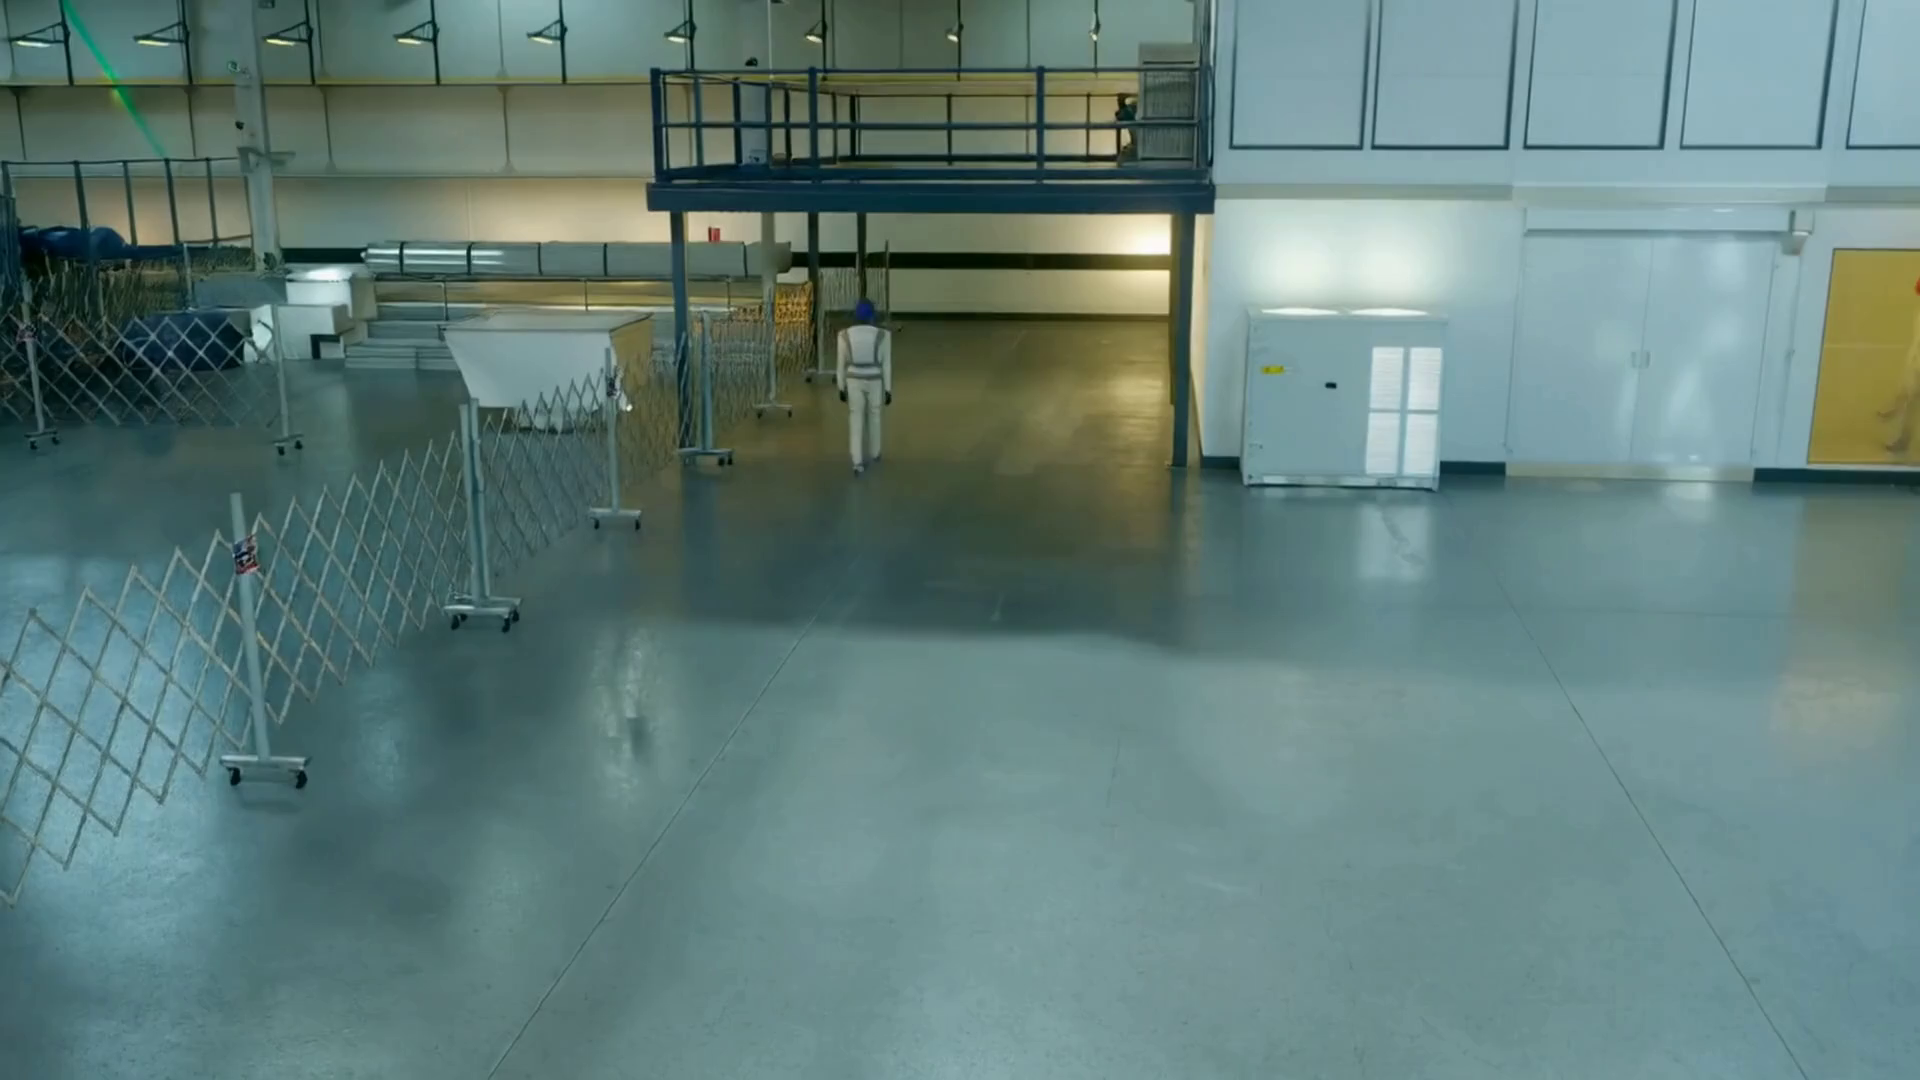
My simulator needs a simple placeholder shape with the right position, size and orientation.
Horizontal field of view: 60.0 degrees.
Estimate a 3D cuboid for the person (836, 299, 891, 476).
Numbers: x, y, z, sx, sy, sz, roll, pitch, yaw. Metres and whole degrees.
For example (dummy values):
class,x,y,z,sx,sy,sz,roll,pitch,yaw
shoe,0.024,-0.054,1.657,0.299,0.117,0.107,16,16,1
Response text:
class,x,y,z,sx,sy,sz,roll,pitch,yaw
person,-1.019,-1.639,17.678,0.601,1.830,0.977,1,14,5
